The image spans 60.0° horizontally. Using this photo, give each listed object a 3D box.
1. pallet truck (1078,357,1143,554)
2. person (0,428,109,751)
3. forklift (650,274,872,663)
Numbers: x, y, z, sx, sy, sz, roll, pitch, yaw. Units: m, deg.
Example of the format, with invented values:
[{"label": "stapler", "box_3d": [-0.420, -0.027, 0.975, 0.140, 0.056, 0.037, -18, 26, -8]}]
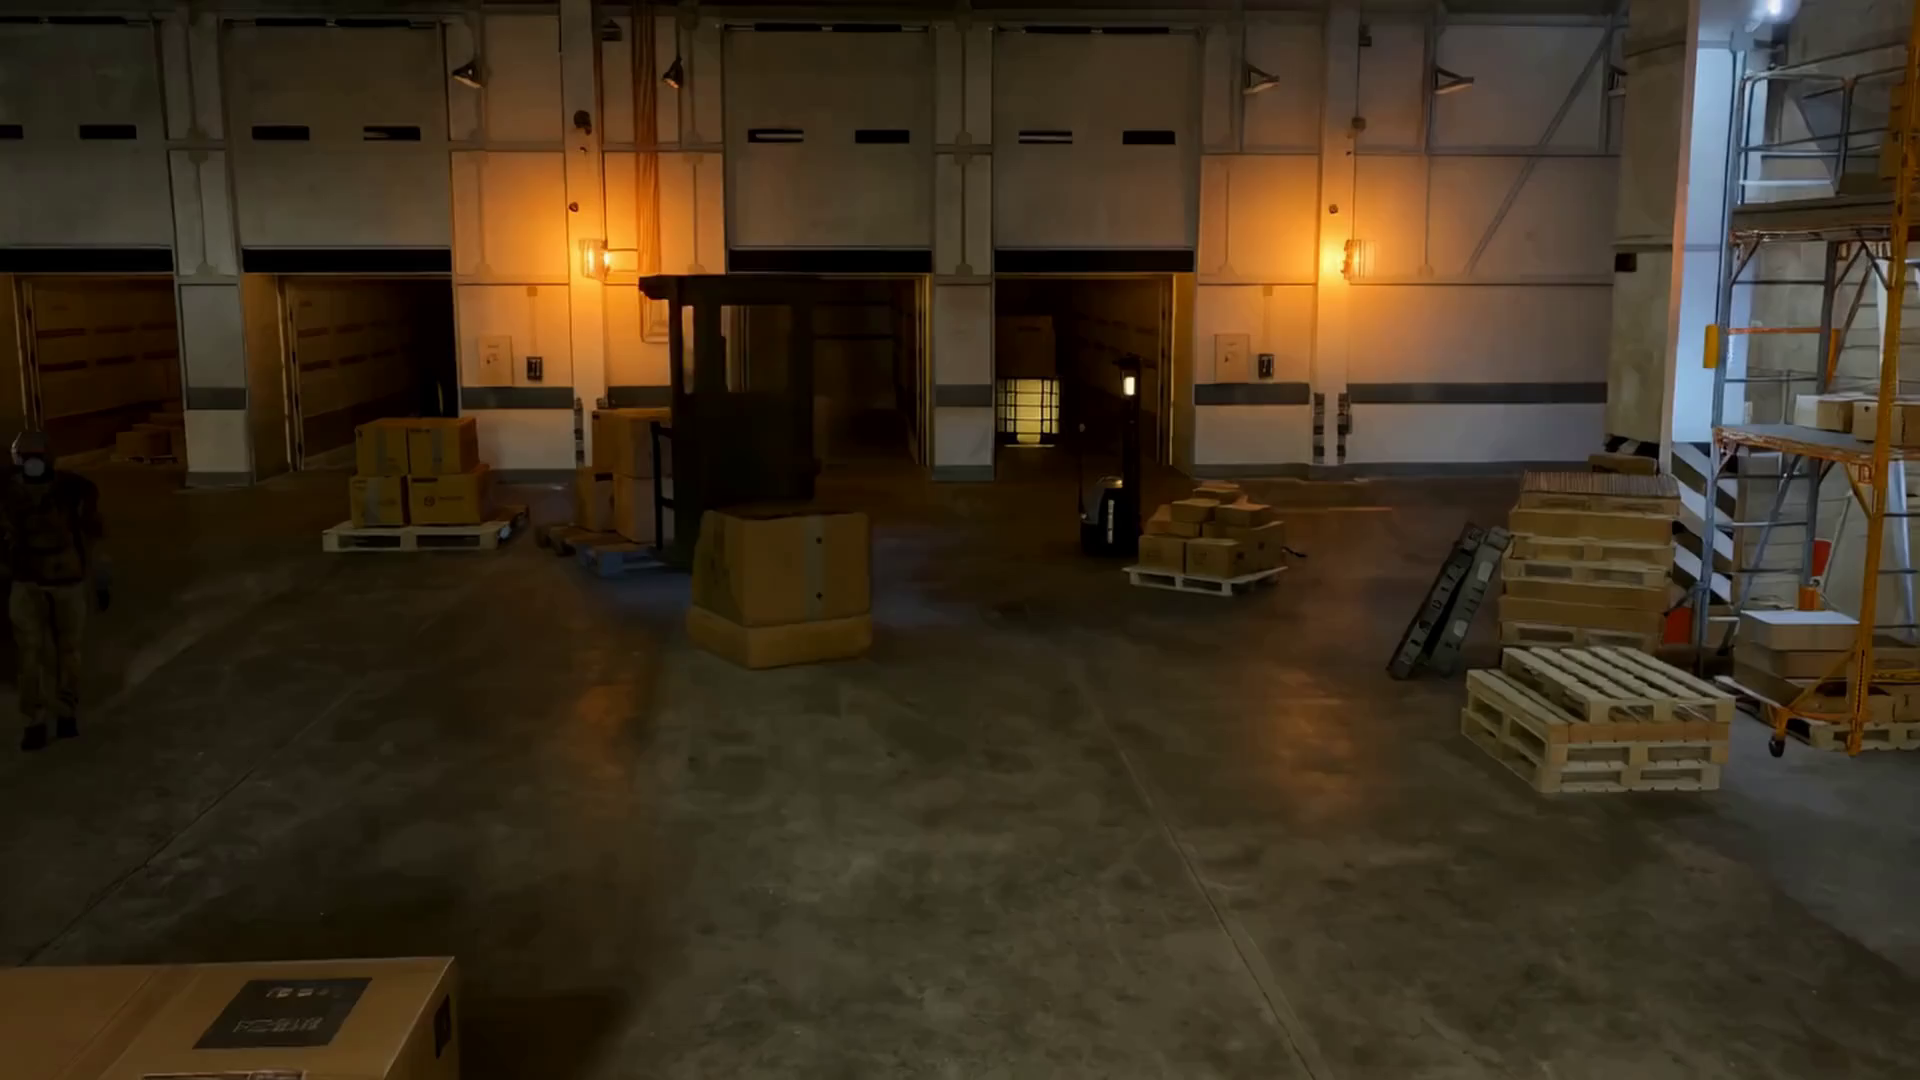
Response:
[{"label": "pallet truck", "box_3d": [2.088, -0.836, 16.757, 1.885, 1.965, 0.823, 2, 9, 13]}, {"label": "person", "box_3d": [-5.437, 0.290, 9.934, 0.646, 1.911, 0.757, -5, 10, -27]}, {"label": "forklift", "box_3d": [-1.537, -0.621, 12.644, 1.129, 2.768, 1.873, -5, 10, -30]}]
